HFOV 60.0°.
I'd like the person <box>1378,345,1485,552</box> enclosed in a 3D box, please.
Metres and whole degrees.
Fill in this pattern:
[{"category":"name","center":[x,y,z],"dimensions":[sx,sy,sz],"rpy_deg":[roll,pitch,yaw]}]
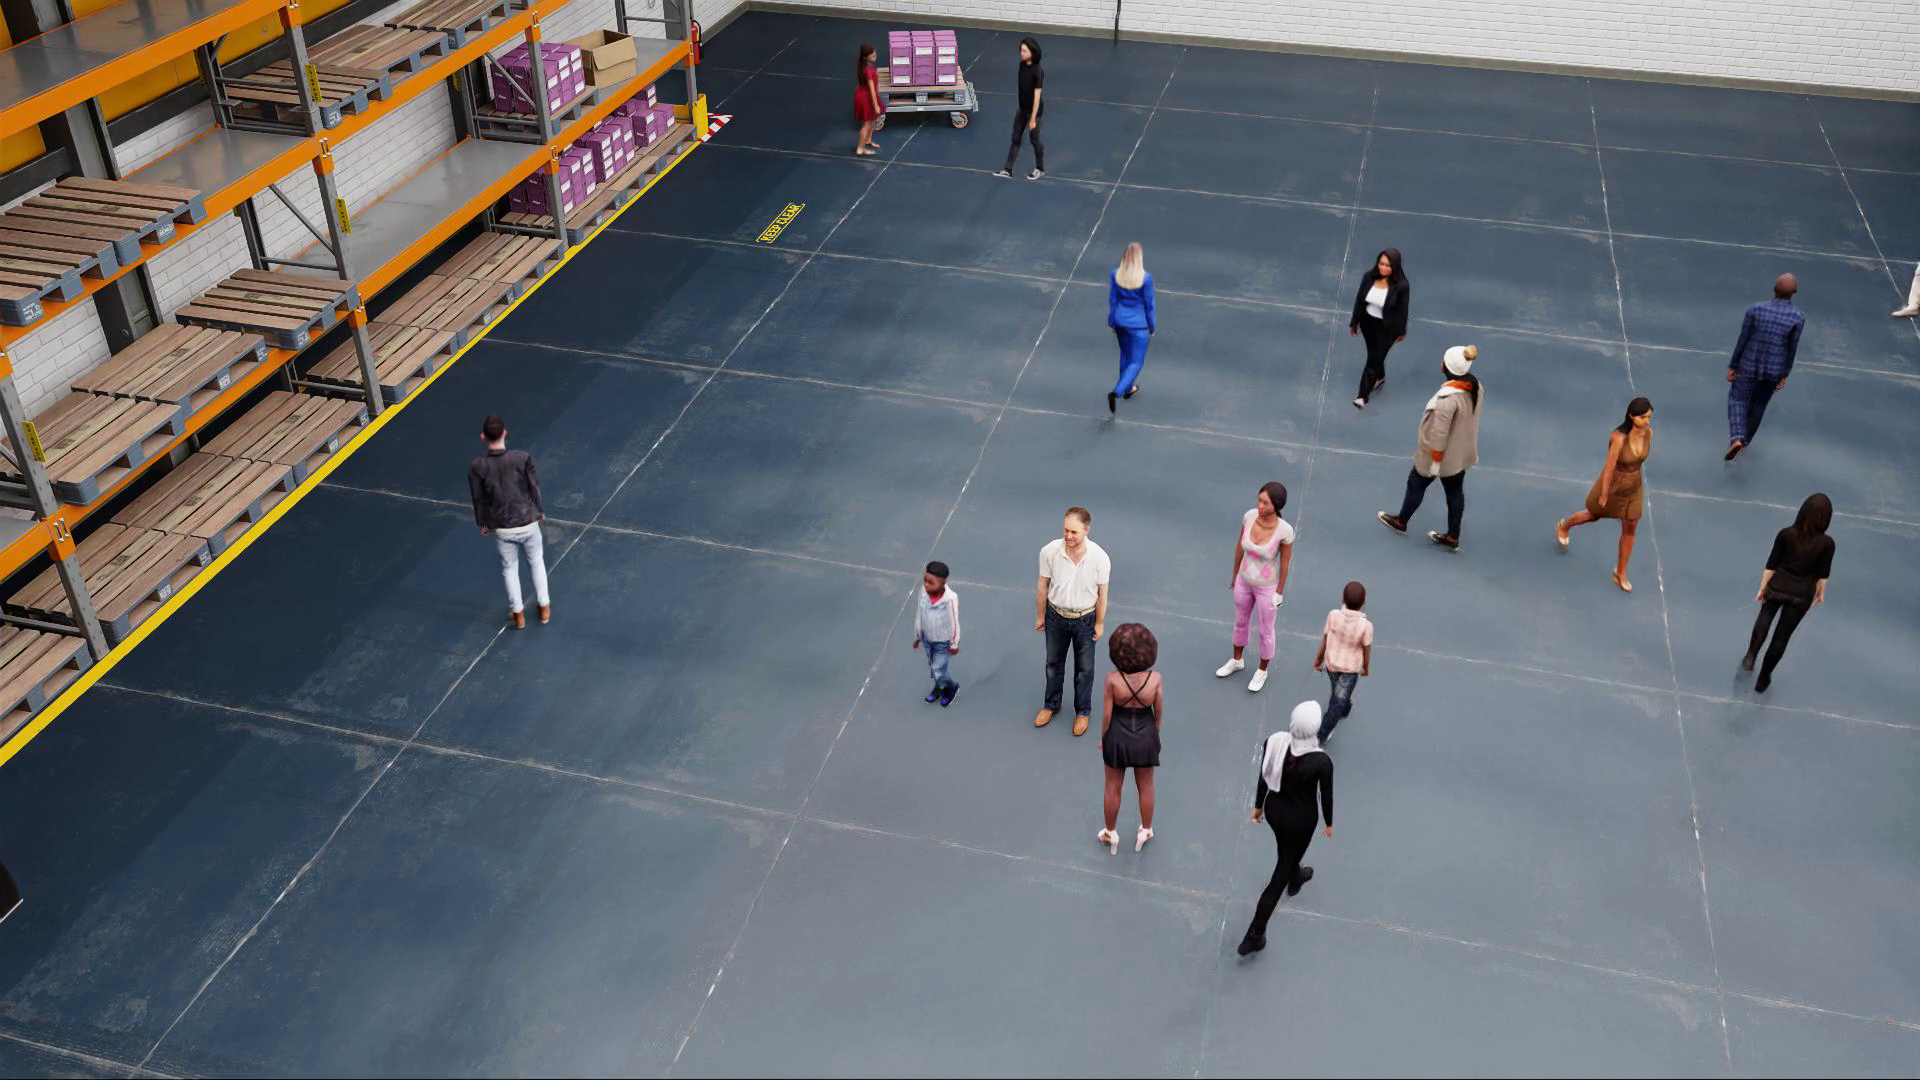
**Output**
[{"category":"person","center":[4.095,-0.727,13.704],"dimensions":[1.057,1.861,1.066],"rpy_deg":[-25,41,-32]}]

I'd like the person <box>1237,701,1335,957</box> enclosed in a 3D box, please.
[{"category":"person","center":[1.949,1.776,10.058],"dimensions":[0.968,1.730,1.260],"rpy_deg":[25,41,33]}]

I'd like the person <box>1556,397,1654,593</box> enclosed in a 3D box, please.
[{"category":"person","center":[5.250,-0.439,13.458],"dimensions":[0.995,1.653,1.138],"rpy_deg":[-12,36,-18]}]

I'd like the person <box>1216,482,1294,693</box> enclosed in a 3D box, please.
[{"category":"person","center":[2.199,0.326,12.228],"dimensions":[0.651,1.740,0.649],"rpy_deg":[26,42,33]}]

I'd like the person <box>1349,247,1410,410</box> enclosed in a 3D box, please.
[{"category":"person","center":[4.062,-2.076,16.001],"dimensions":[0.920,1.564,1.187],"rpy_deg":[22,39,29]}]

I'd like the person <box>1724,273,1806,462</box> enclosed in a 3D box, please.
[{"category":"person","center":[7.194,-1.520,14.952],"dimensions":[0.710,1.800,0.963],"rpy_deg":[12,35,17]}]

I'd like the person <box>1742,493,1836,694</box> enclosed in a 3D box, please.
[{"category":"person","center":[6.058,0.432,12.175],"dimensions":[0.681,1.624,0.733],"rpy_deg":[22,39,29]}]

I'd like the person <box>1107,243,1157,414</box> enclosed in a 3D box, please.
[{"category":"person","center":[1.596,-1.985,15.758],"dimensions":[0.813,1.682,1.074],"rpy_deg":[18,38,25]}]

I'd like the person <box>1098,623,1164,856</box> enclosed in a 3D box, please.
[{"category":"person","center":[1.097,1.300,10.721],"dimensions":[0.632,1.787,0.645],"rpy_deg":[-2,34,-3]}]

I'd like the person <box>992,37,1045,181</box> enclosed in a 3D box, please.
[{"category":"person","center":[0.938,-5.388,20.757],"dimensions":[1.084,1.816,1.008],"rpy_deg":[-19,38,-26]}]

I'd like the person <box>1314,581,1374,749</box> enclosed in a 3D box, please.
[{"category":"person","center":[2.683,0.921,11.756],"dimensions":[0.718,1.273,0.951],"rpy_deg":[21,39,29]}]

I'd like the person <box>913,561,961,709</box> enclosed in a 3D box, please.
[{"category":"person","center":[-0.116,0.659,12.174],"dimensions":[0.570,1.247,0.615],"rpy_deg":[28,43,35]}]

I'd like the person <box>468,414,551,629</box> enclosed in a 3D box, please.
[{"category":"person","center":[-3.427,-0.118,12.820],"dimensions":[0.752,1.825,0.765],"rpy_deg":[-10,35,-15]}]

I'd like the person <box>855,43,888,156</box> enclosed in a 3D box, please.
[{"category":"person","center":[-1.209,-5.689,21.477],"dimensions":[0.770,1.520,0.665],"rpy_deg":[-9,35,-13]}]

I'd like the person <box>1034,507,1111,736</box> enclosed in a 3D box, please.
[{"category":"person","center":[0.805,0.537,11.808],"dimensions":[0.672,1.856,0.588],"rpy_deg":[11,35,17]}]
